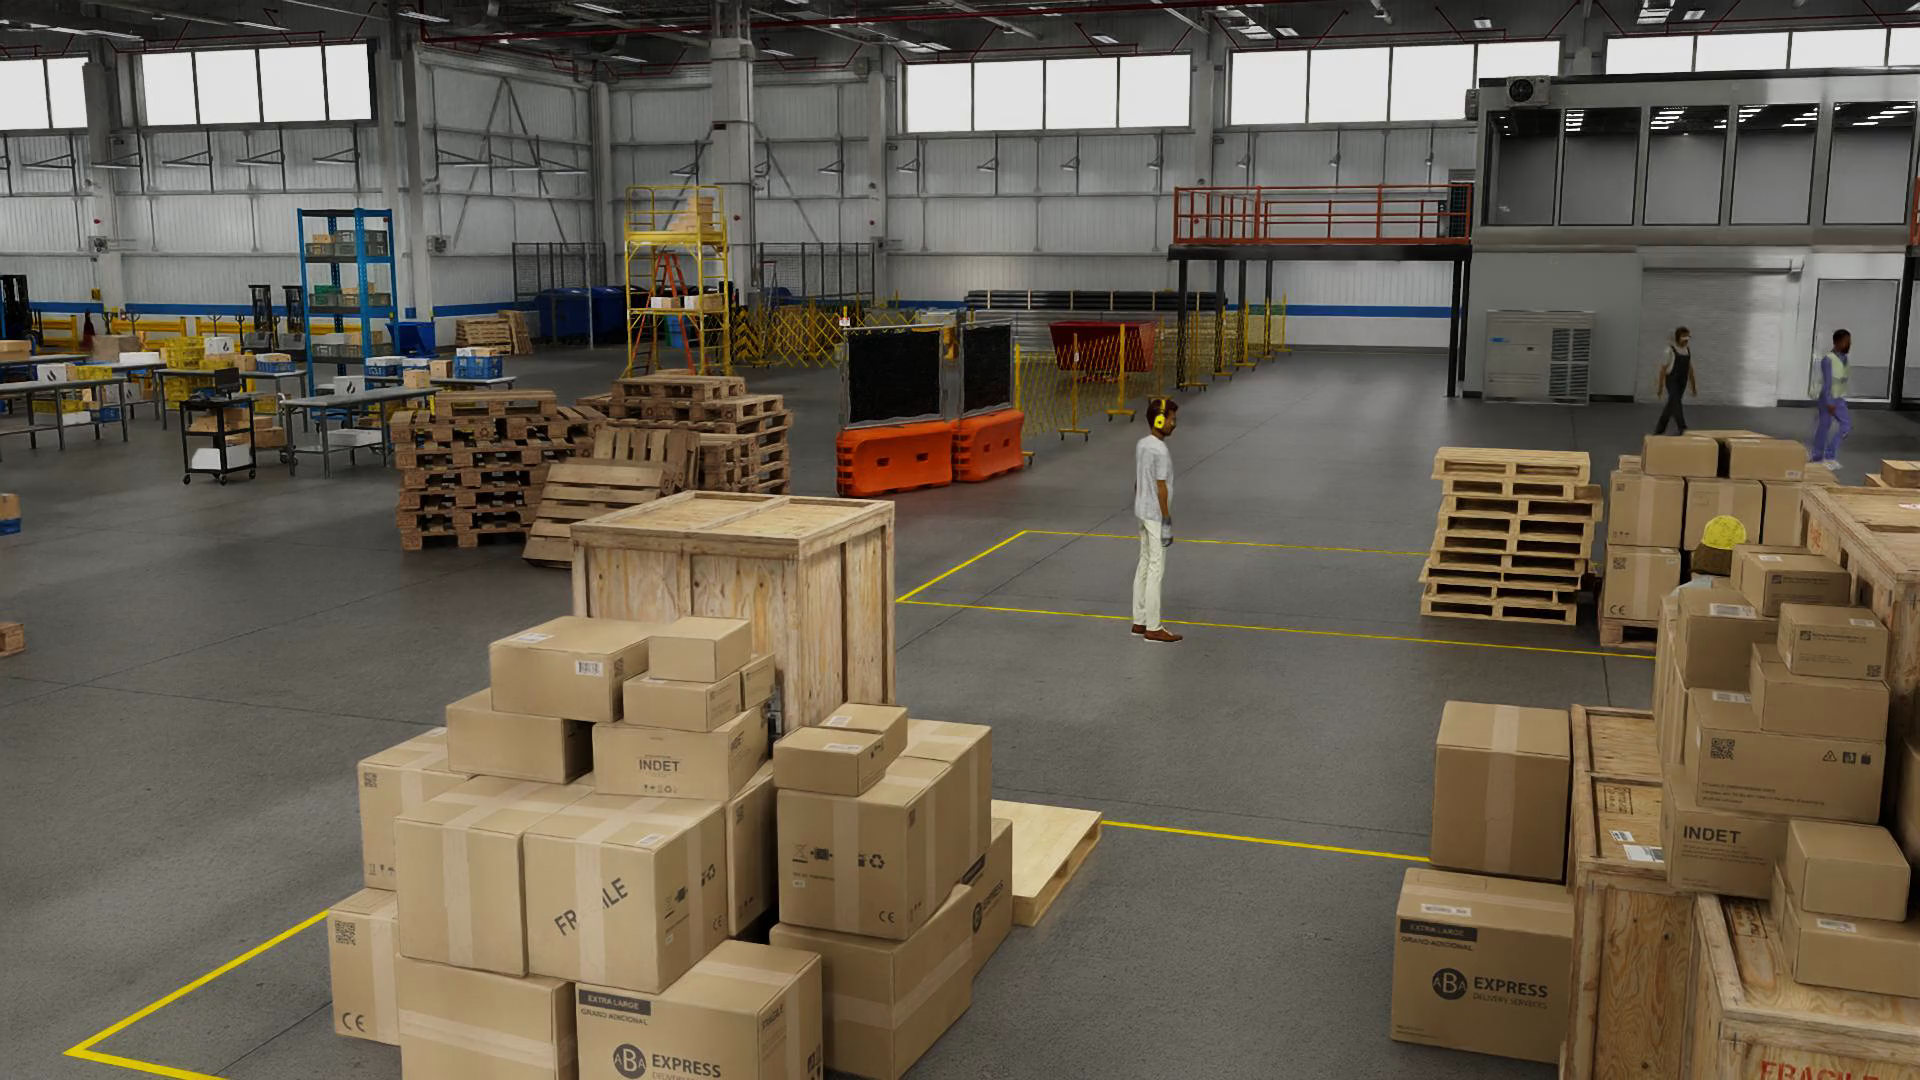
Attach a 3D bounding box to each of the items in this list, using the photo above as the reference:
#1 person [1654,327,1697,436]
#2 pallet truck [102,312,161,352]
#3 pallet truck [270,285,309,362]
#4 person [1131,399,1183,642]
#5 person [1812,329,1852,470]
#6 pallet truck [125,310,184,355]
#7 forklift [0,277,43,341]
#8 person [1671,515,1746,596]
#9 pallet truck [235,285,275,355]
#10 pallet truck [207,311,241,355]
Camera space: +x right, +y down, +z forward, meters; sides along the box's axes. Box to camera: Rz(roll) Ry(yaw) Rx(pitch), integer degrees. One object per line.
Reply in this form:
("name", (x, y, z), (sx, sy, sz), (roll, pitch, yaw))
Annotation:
("person", (10.922, -2.332, 25.270), (0.529, 1.793, 0.958), (-4, 11, -23))
("pallet truck", (-23.057, -5.777, 46.261), (0.680, 1.201, 1.601), (3, 11, 19))
("pallet truck", (-17.147, -5.700, 43.663), (0.823, 1.965, 1.885), (3, 11, 17))
("person", (1.510, -0.151, 12.793), (0.327, 1.865, 0.521), (-3, 10, -15))
("person", (11.767, -1.880, 22.393), (0.585, 1.905, 0.500), (-7, 12, -34))
("pallet truck", (-22.038, -5.665, 45.457), (0.704, 1.261, 1.522), (3, 11, 17))
("forklift", (-27.151, -6.329, 46.328), (1.157, 1.987, 2.680), (3, 11, 17))
("person", (3.660, 0.744, 8.088), (0.486, 1.744, 0.294), (1, 10, 4))
("pallet truck", (-18.327, -5.835, 44.421), (0.823, 1.965, 1.885), (4, 11, 23))
("pallet truck", (-19.537, -5.575, 44.913), (0.653, 1.274, 1.630), (3, 11, 19))
